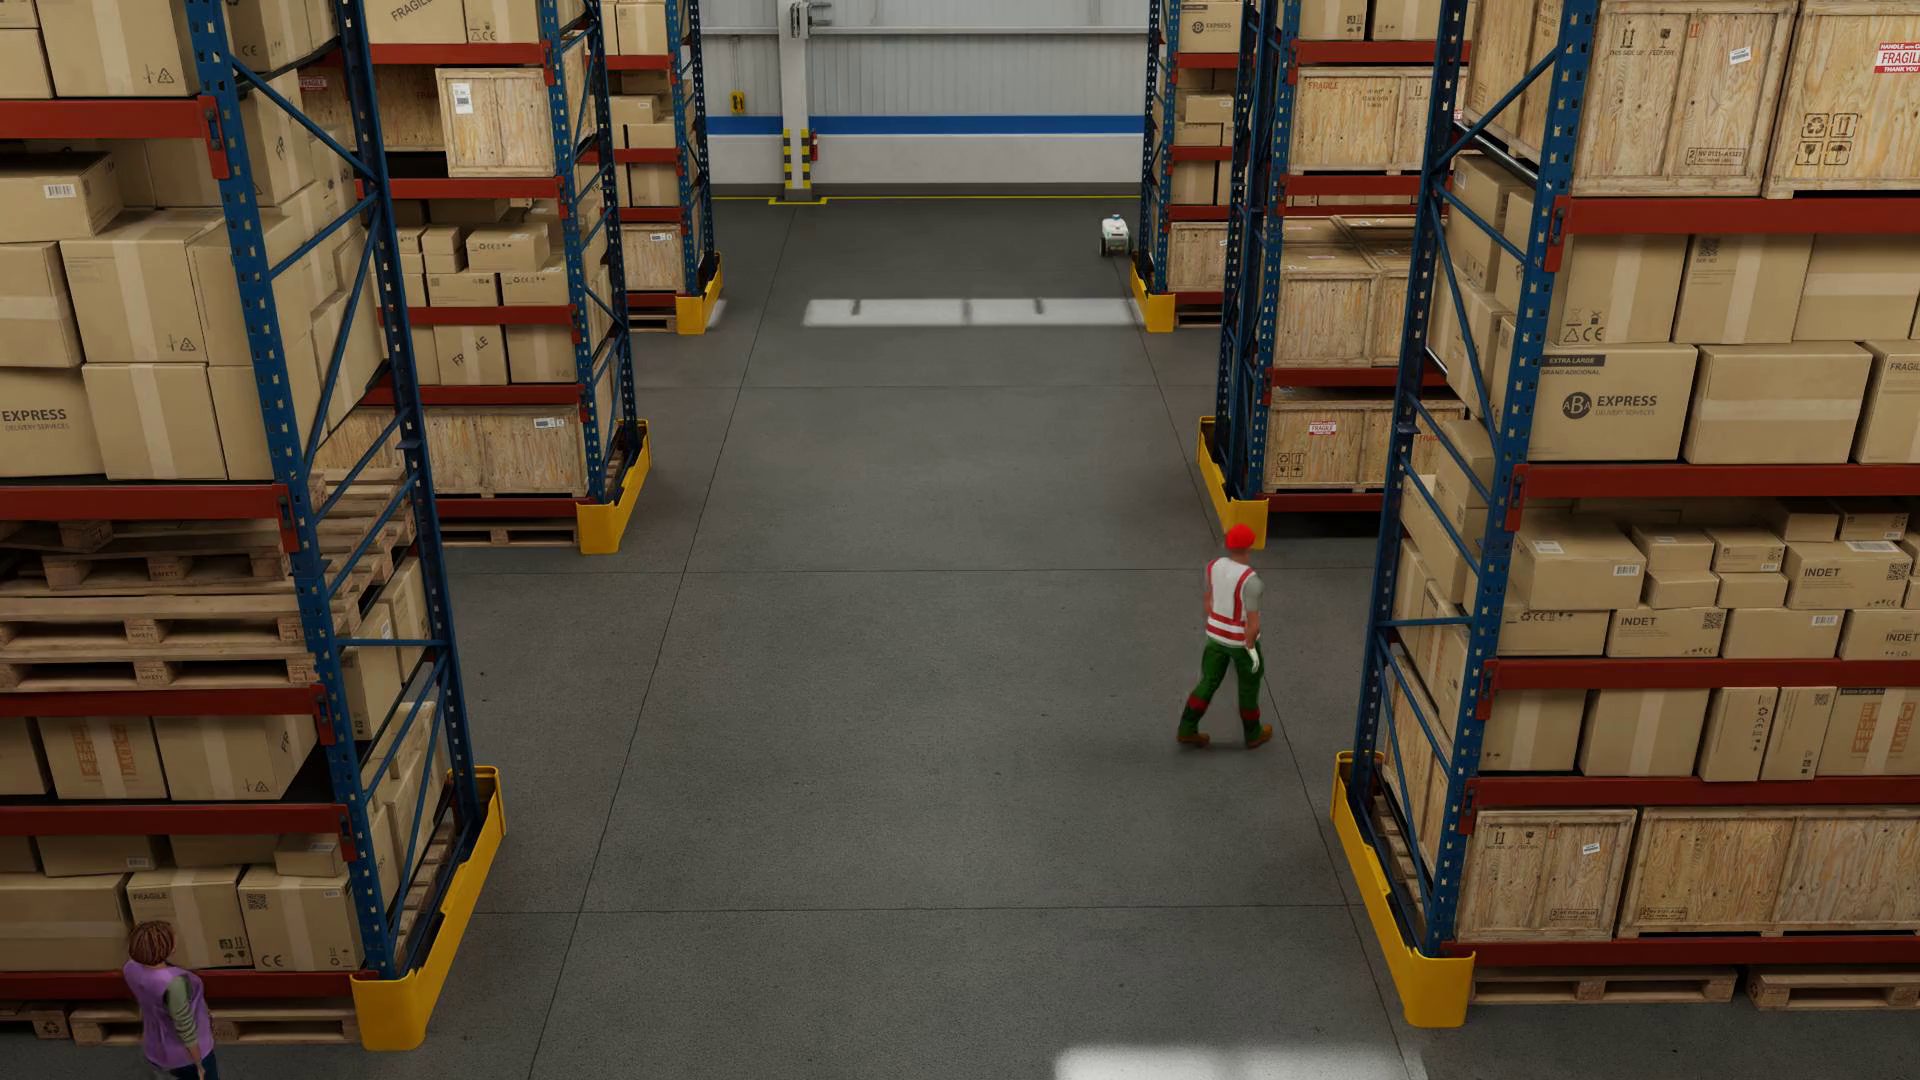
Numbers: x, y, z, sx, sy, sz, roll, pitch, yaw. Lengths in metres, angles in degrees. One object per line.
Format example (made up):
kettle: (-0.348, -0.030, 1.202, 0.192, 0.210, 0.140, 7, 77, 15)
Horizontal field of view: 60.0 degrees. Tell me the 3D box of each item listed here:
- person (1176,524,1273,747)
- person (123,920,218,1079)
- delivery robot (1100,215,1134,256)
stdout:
person: (2.018, 0.726, 12.288, 0.725, 1.780, 0.582, -22, 33, -39)
person: (-3.999, 2.619, 8.441, 0.416, 1.602, 0.580, 14, 29, 28)
delivery robot: (2.445, -4.583, 25.264, 0.667, 0.535, 0.713, 0, 25, -1)
